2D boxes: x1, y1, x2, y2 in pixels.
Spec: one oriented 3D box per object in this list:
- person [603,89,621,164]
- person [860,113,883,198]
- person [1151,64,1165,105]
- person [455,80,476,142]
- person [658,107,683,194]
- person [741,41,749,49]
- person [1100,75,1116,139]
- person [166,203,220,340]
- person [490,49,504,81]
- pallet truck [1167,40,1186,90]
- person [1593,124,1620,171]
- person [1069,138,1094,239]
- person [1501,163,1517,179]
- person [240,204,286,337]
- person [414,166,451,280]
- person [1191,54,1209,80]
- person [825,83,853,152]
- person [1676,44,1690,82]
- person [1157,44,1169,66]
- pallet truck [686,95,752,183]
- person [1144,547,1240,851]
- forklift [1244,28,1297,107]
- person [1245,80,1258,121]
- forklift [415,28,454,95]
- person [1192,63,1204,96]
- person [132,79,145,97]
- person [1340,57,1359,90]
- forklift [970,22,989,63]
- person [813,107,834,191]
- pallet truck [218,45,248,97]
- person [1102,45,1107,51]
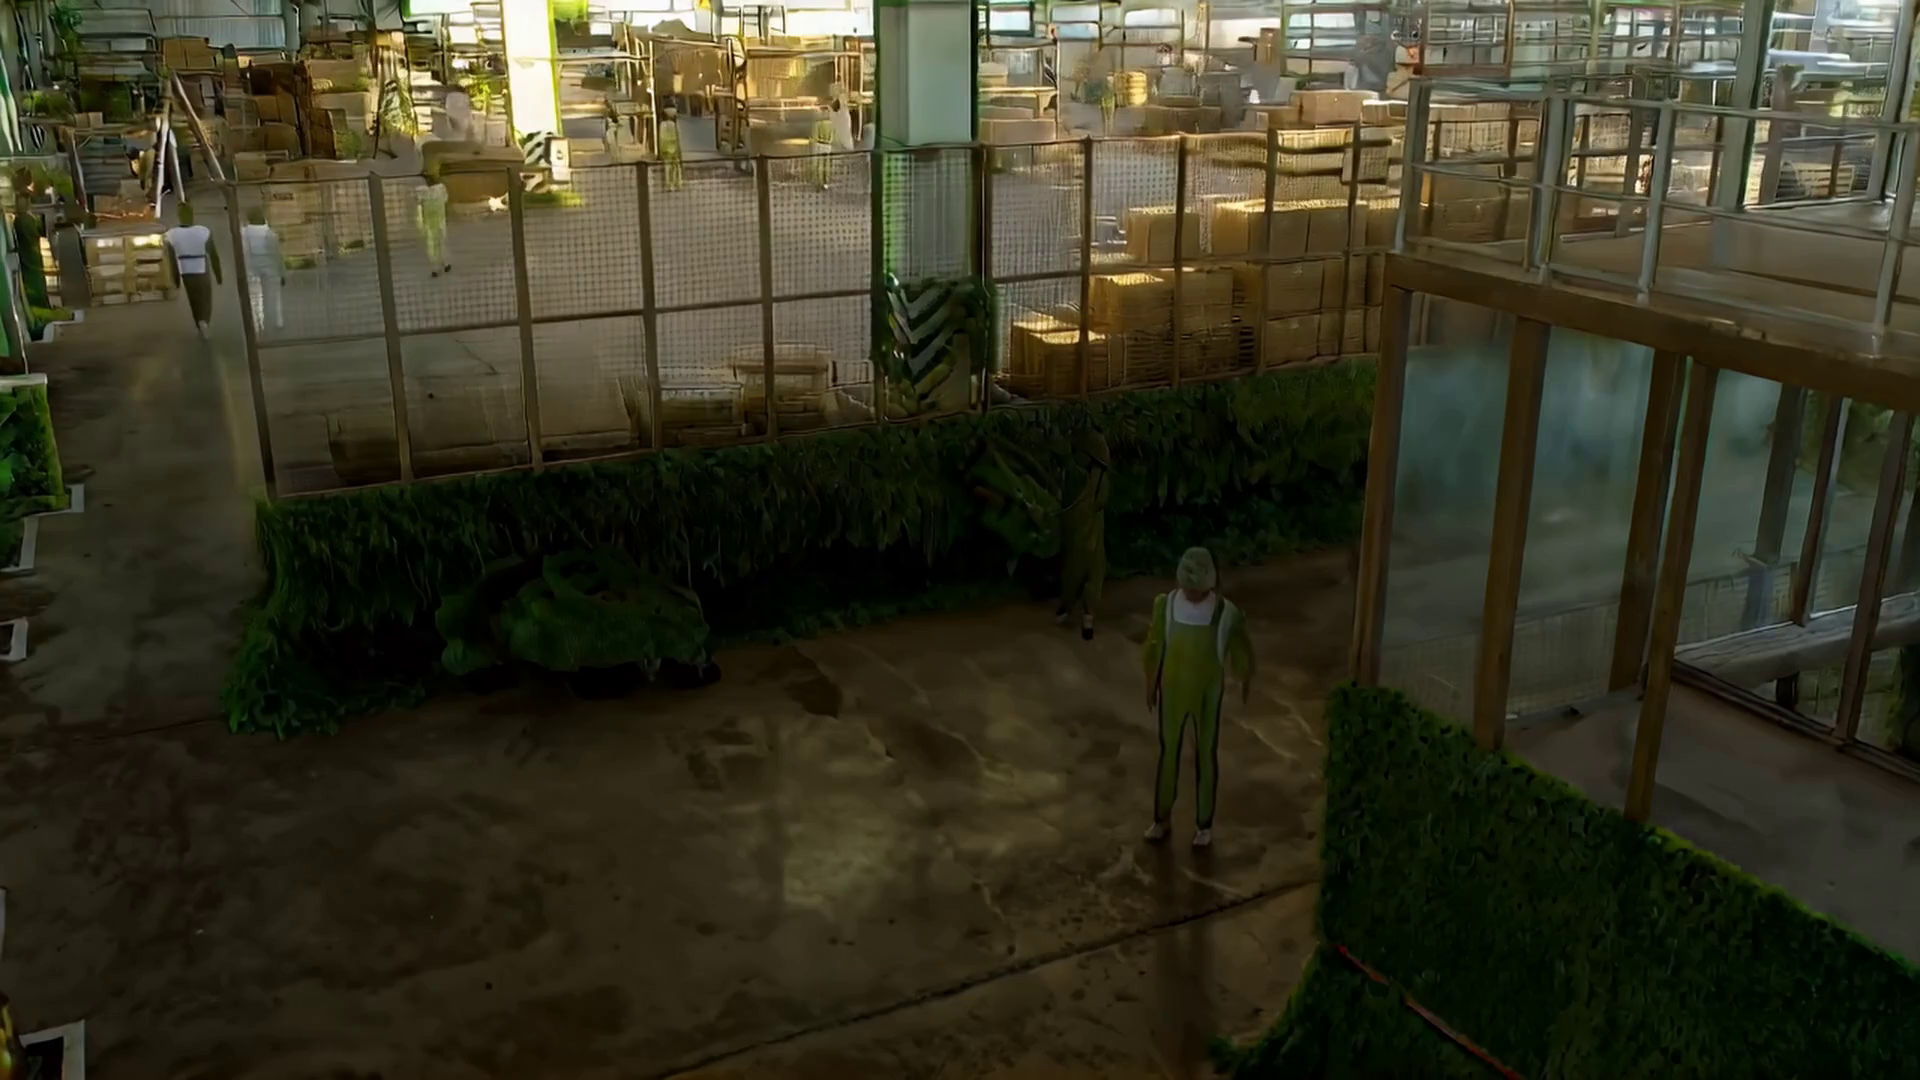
[{"bbox_3d":[-8.990,-10.628,42.892,0.402,1.944,0.605,6,20,18],"label":"person"},{"bbox_3d":[-1.767,-8.515,36.859,1.012,1.884,0.651,2,19,5],"label":"person"},{"bbox_3d":[7.052,-16.128,59.307,0.527,1.623,0.547,12,22,31],"label":"person"},{"bbox_3d":[-13.891,-12.006,46.966,0.840,1.897,0.590,4,19,10],"label":"person"},{"bbox_3d":[-6.564,-8.841,37.752,0.583,1.921,0.390,13,23,34],"label":"person"},{"bbox_3d":[-9.995,-22.526,77.801,0.541,1.670,0.711,17,25,40],"label":"person"},{"bbox_3d":[4.437,-12.940,49.732,0.507,1.860,0.325,14,24,35],"label":"person"},{"bbox_3d":[-10.471,-3.647,22.748,0.596,1.891,0.764,-5,20,-13],"label":"person"},{"bbox_3d":[-19.466,-19.820,69.969,0.543,1.646,0.865,-7,20,-20],"label":"person"},{"bbox_3d":[9.045,-19.971,69.895,0.823,1.965,1.885,-3,19,-8],"label":"pallet truck"},{"bbox_3d":[13.228,-7.573,34.136,0.559,1.880,1.054,14,23,35],"label":"person"},{"bbox_3d":[2.305,-6.643,31.433,0.342,1.882,0.579,-15,24,-37],"label":"person"},{"bbox_3d":[9.290,-5.488,28.078,0.827,1.896,0.596,7,20,20],"label":"person"},{"bbox_3d":[-9.711,-3.752,23.164,0.624,1.813,0.848,-7,20,-20],"label":"person"},{"bbox_3d":[-8.669,-5.240,27.412,0.511,1.859,0.472,-1,19,-4],"label":"person"},{"bbox_3d":[8.758,-16.751,60.683,0.669,1.916,0.477,3,19,10],"label":"person"},{"bbox_3d":[-3.273,-11.173,44.327,0.978,2.000,0.689,6,20,18],"label":"person"},{"bbox_3d":[31.308,-20.570,72.007,0.530,1.746,0.659,0,19,1],"label":"person"},{"bbox_3d":[8.337,-19.455,68.516,0.556,1.922,0.721,-7,20,-20],"label":"person"},{"bbox_3d":[-5.836,-9.608,39.856,0.823,1.965,1.885,10,22,27],"label":"pallet truck"},{"bbox_3d":[1.329,0.910,9.594,0.520,1.844,0.331,7,20,18],"label":"person"},{"bbox_3d":[11.178,-17.014,59.991,1.873,2.768,1.129,-9,21,-25],"label":"forklift"},{"bbox_3d":[8.983,-13.159,50.641,0.834,1.666,0.524,6,20,17],"label":"person"},{"bbox_3d":[-21.585,-19.456,67.070,1.129,2.768,1.873,14,23,35],"label":"forklift"},{"bbox_3d":[7.747,-14.547,54.219,0.361,1.963,0.613,-3,19,-7],"label":"person"},{"bbox_3d":[-25.365,-13.405,51.418,0.522,1.631,0.323,5,20,14],"label":"person"},{"bbox_3d":[13.567,-15.824,57.963,0.629,1.940,0.379,11,22,29],"label":"person"},{"bbox_3d":[0.690,-19.464,67.093,1.129,2.768,1.873,-10,21,-26],"label":"forklift"},{"bbox_3d":[-3.136,-8.953,38.131,0.576,1.882,0.355,-16,25,-39],"label":"person"},{"bbox_3d":[-28.879,-18.665,66.111,0.823,1.965,1.885,-3,19,-9],"label":"pallet truck"},{"bbox_3d":[6.990,-23.171,79.642,0.682,1.674,0.552,-5,20,-15],"label":"person"}]
